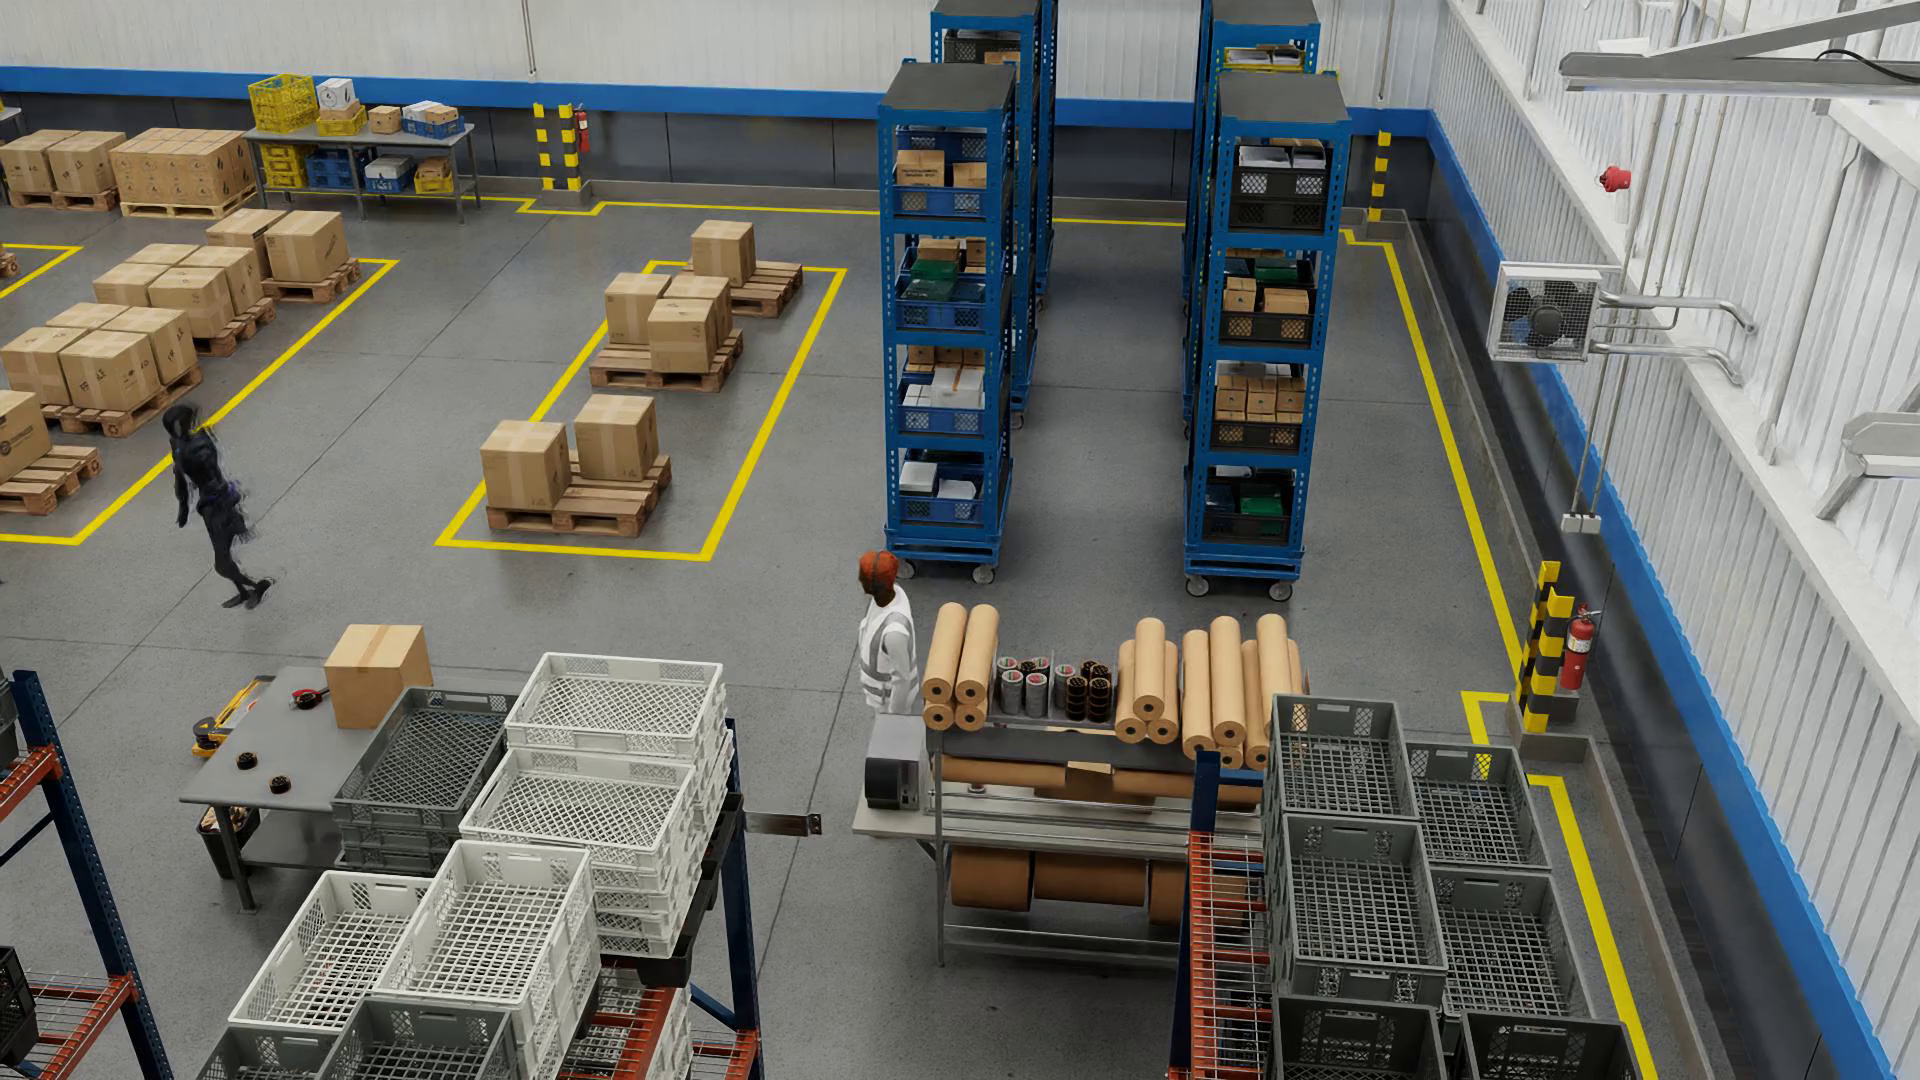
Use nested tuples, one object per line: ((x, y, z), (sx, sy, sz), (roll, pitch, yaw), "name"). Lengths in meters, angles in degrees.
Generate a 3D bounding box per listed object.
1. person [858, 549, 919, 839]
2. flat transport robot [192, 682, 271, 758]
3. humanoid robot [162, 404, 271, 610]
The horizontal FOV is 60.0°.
((-0.411, 0.878, 9.561), (0.350, 1.881, 0.575), (-4, 30, -7), "person")
((-4.089, 1.163, 10.648), (1.431, 0.197, 0.652), (3, 30, 6), "flat transport robot")
((-5.263, -0.217, 11.649), (0.573, 1.635, 0.429), (24, 38, 35), "humanoid robot")
